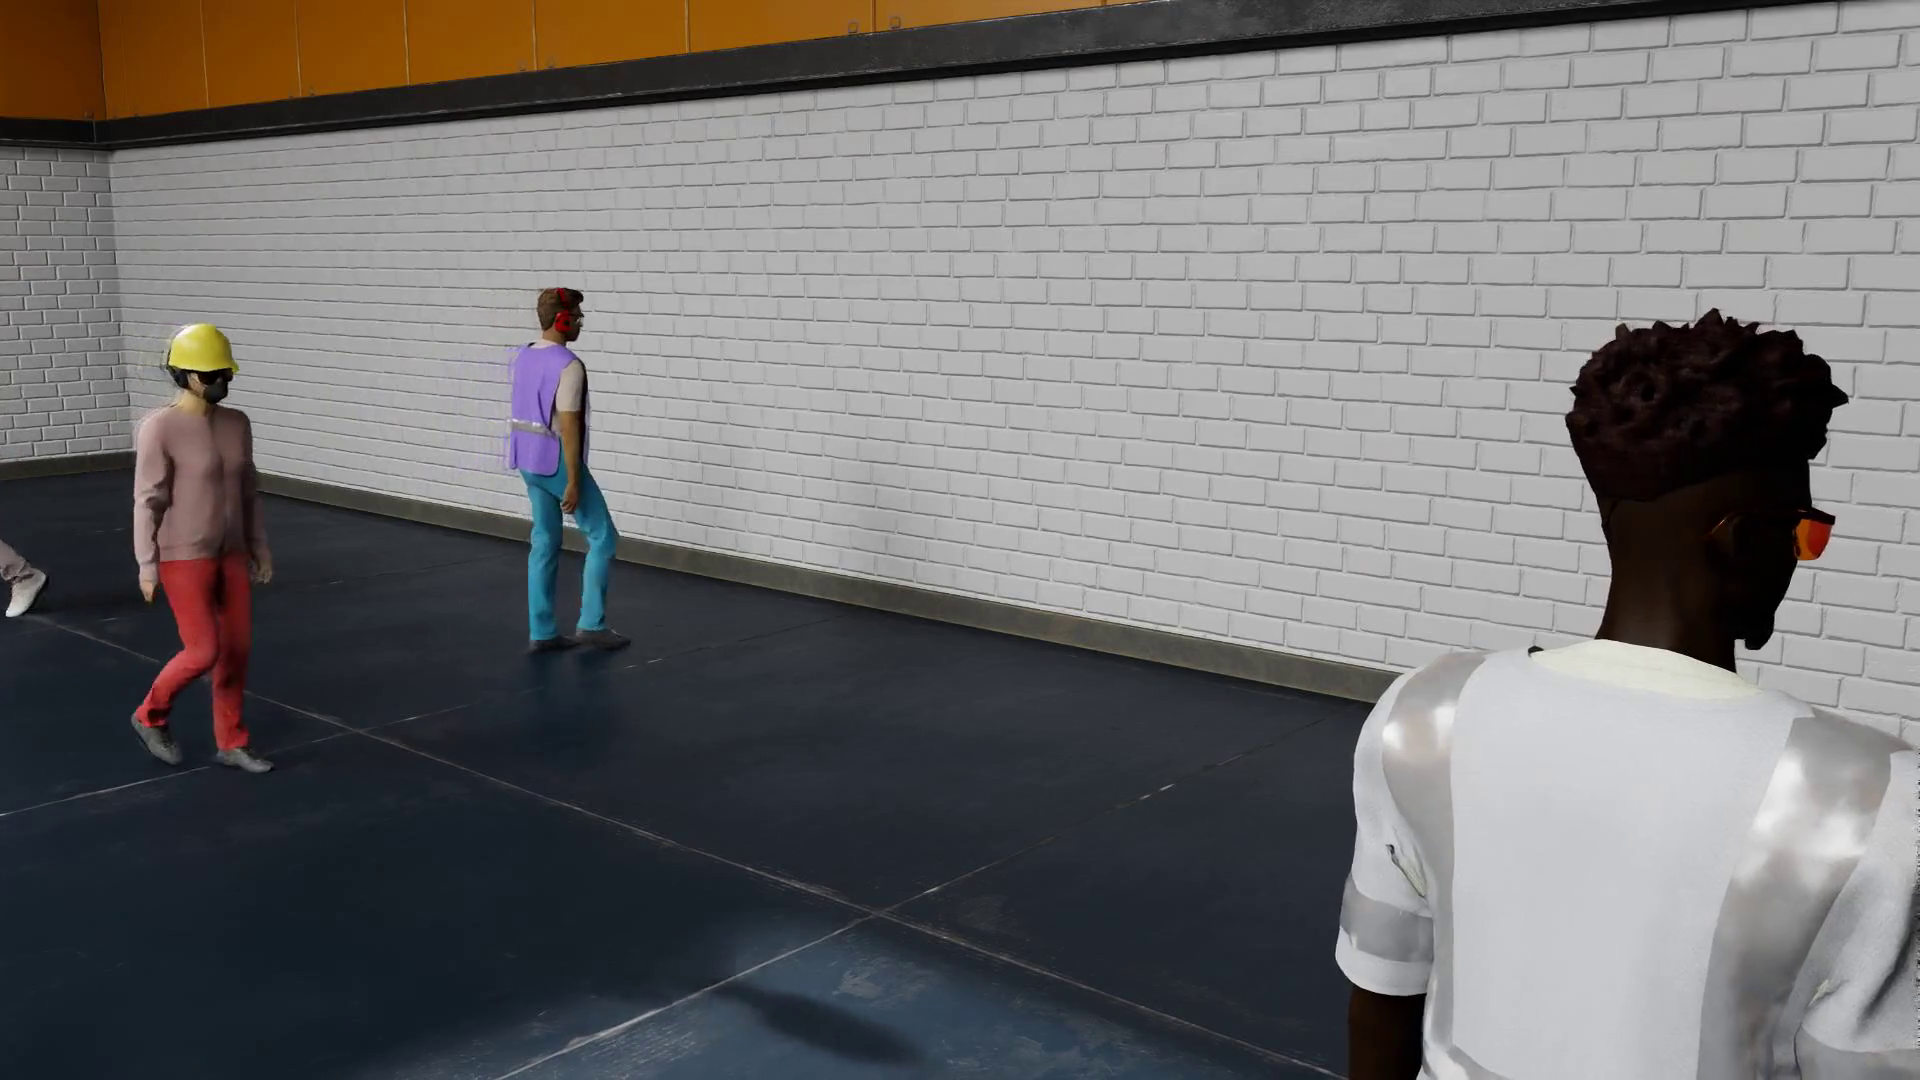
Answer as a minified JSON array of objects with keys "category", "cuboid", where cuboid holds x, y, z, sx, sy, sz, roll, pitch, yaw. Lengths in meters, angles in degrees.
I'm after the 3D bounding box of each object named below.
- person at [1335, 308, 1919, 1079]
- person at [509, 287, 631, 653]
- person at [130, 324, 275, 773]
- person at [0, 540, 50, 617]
[{"category":"person","cuboid":[0.677,0.753,1.710,0.366,1.963,0.610,-10,14,-44]},{"category":"person","cuboid":[-1.945,-0.343,8.345,0.576,1.829,0.604,9,14,43]},{"category":"person","cuboid":[-2.884,0.055,6.296,0.496,1.745,0.558,3,10,17]},{"category":"person","cuboid":[-5.438,-0.438,8.810,0.665,1.859,0.902,6,11,29]}]
